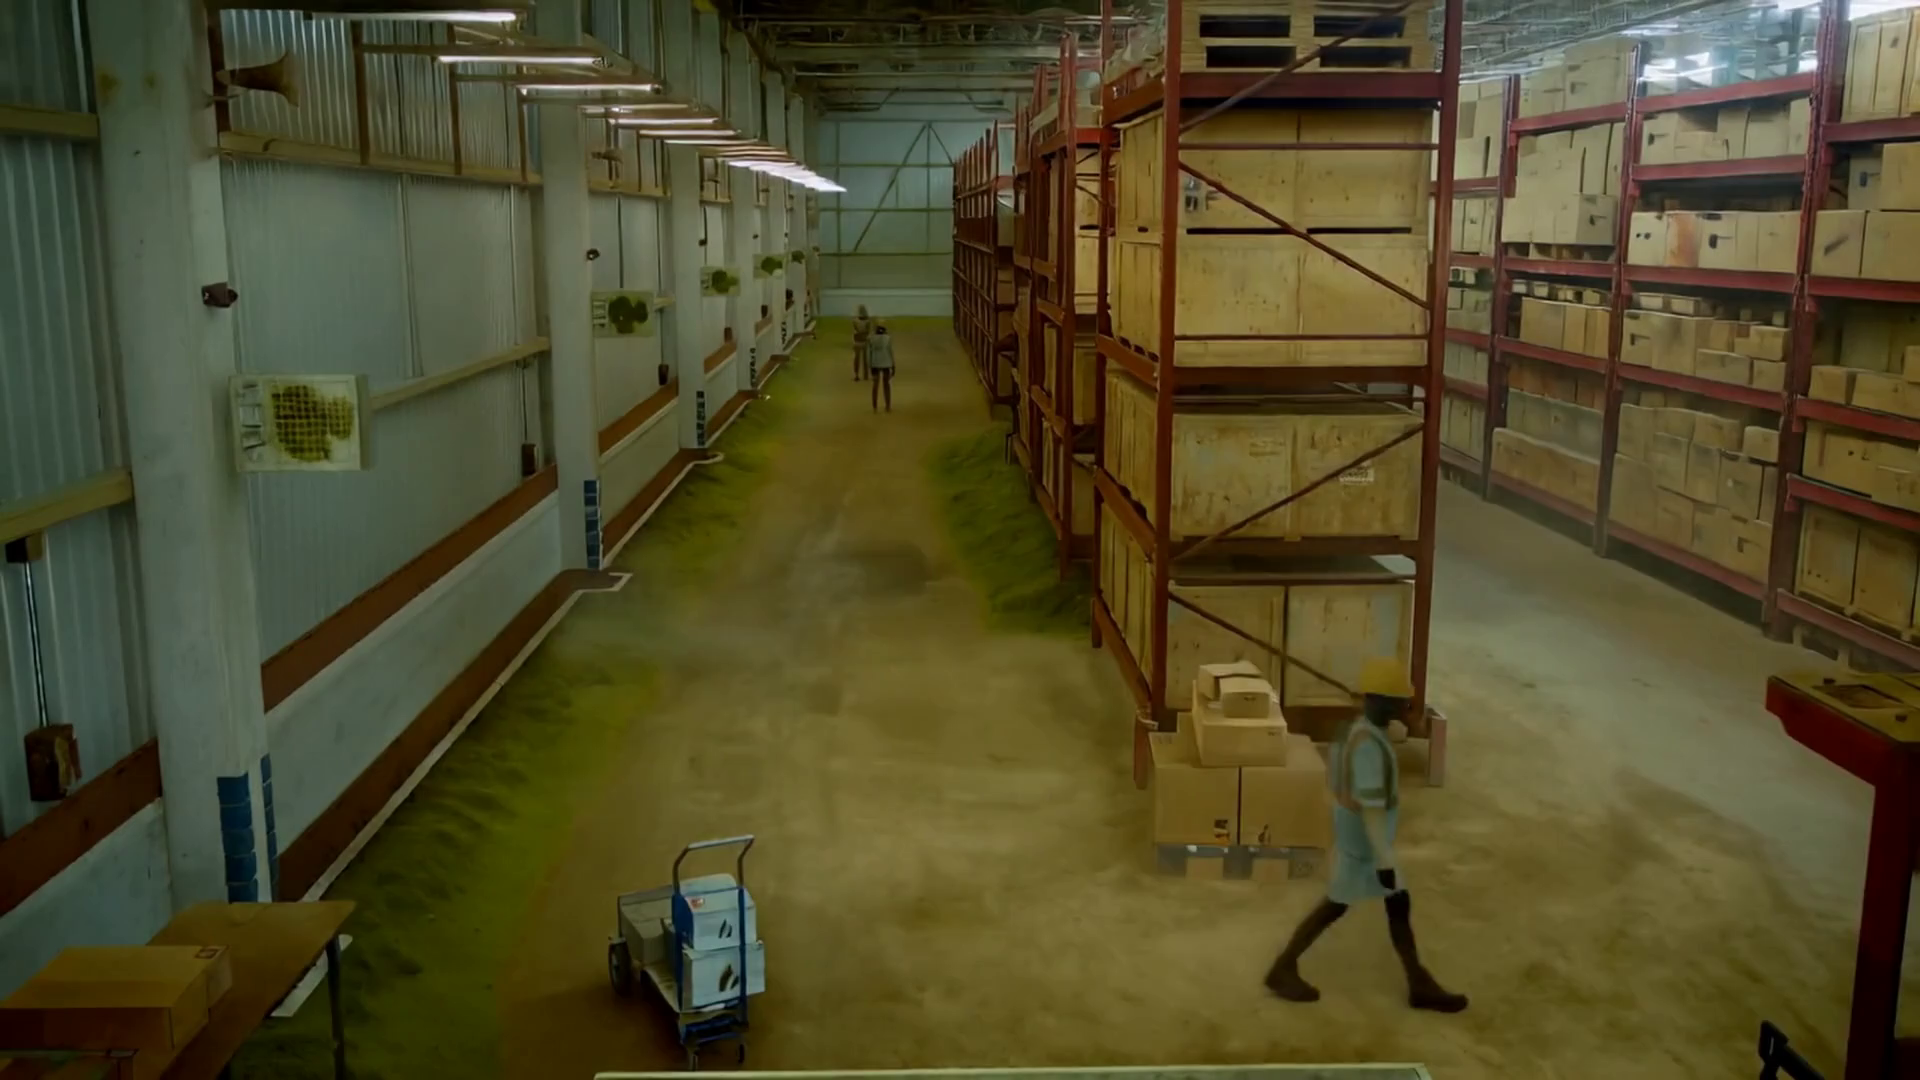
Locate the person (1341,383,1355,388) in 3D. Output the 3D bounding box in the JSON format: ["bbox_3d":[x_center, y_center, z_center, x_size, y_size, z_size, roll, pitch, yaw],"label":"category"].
[{"bbox_3d":[7.709,-3.234,33.240,0.432,1.891,0.678,4,12,22],"label":"person"}]

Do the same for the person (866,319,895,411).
[{"bbox_3d":[-1.696,-3.750,35.703,0.619,1.986,0.410,-3,11,-15],"label":"person"}]

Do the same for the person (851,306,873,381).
[{"bbox_3d":[-2.507,-5.042,42.627,0.593,1.910,0.388,-5,12,-24],"label":"person"}]

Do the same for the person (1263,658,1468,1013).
[{"bbox_3d":[2.084,1.517,8.572,1.032,1.886,0.561,4,12,19],"label":"person"}]
